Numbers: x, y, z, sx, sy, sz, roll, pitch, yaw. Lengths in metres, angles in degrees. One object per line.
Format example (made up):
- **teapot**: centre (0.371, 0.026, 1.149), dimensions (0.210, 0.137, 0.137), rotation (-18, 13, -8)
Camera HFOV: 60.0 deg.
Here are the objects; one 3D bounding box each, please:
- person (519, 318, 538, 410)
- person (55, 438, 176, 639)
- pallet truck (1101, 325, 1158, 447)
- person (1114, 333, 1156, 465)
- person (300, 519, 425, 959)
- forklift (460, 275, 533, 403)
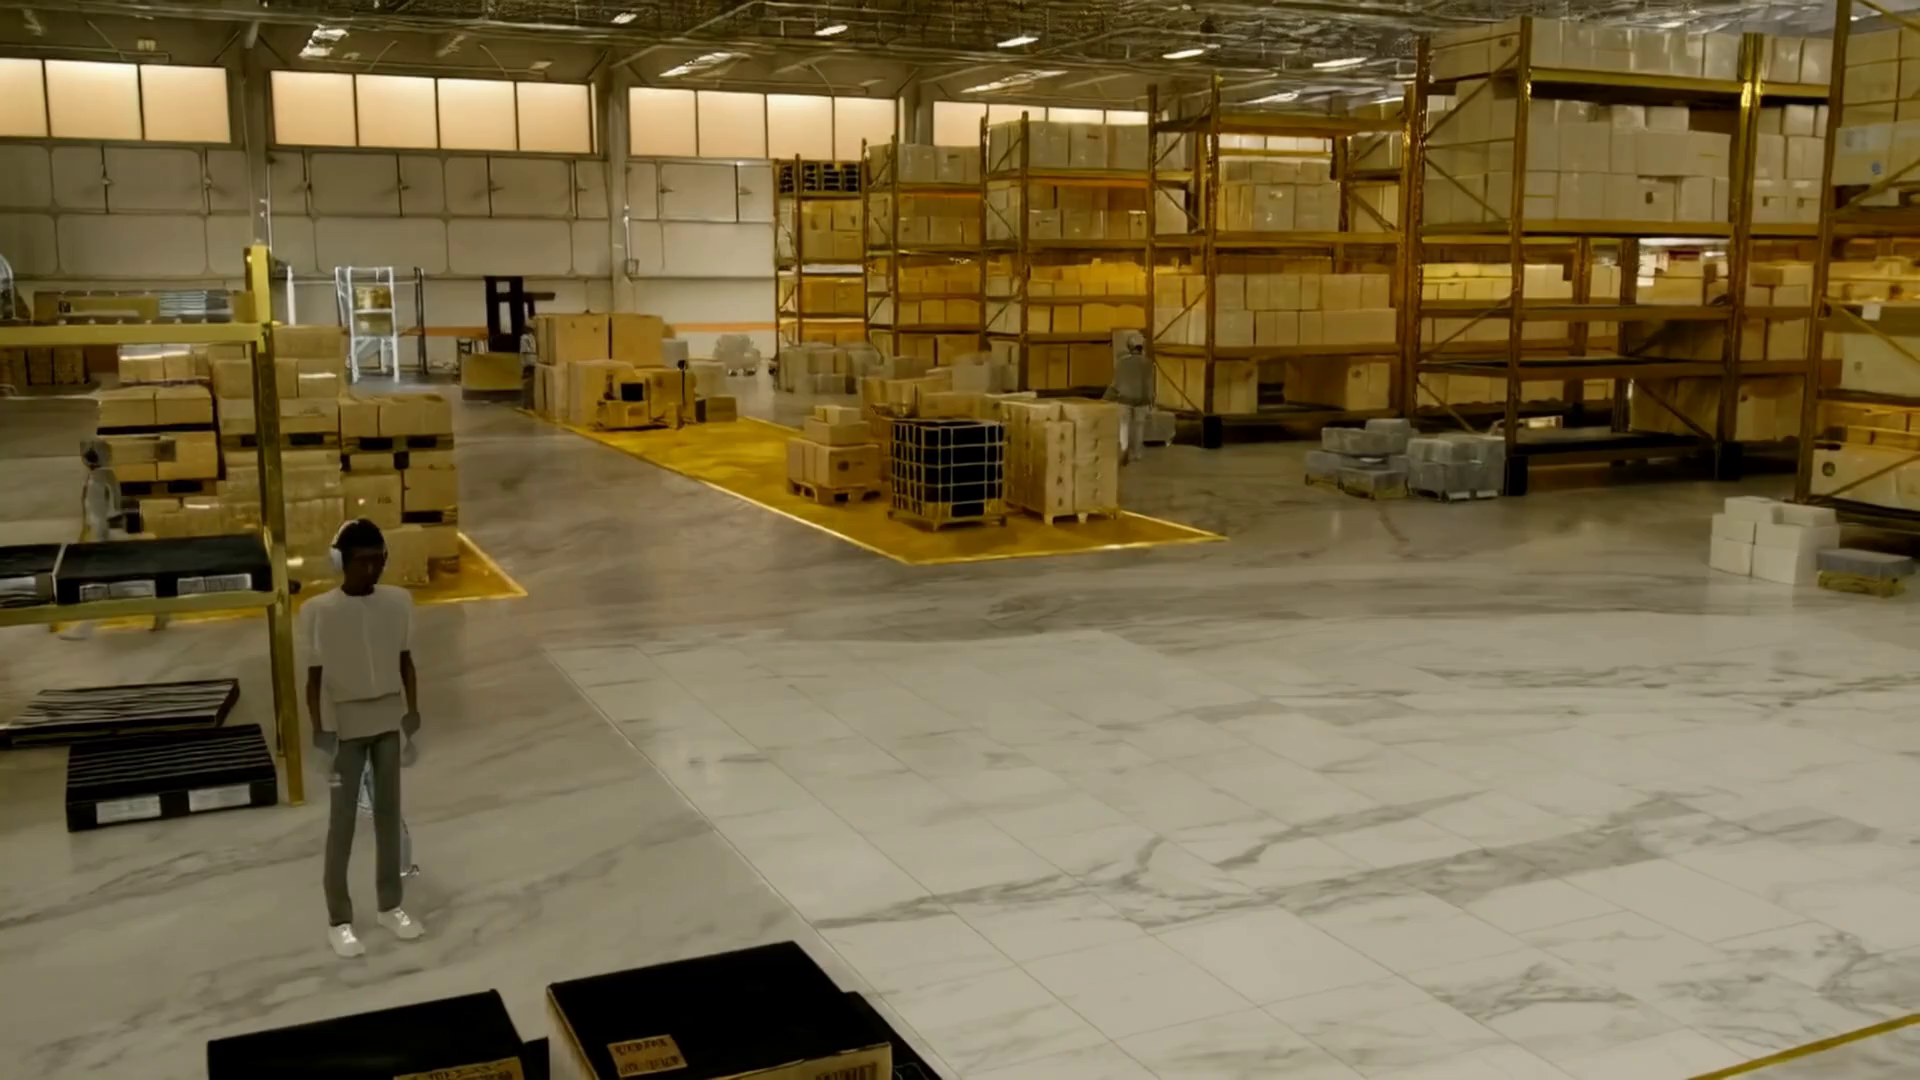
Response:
- **person**: centre (-8.980, -3.697, 34.956), dimensions (0.376, 1.933, 0.544), rotation (8, 12, 41)
- **person**: centre (-6.702, -0.016, 13.149), dimensions (0.859, 1.600, 0.506), rotation (-1, 9, -7)
- **pallet truck**: centre (2.881, -2.596, 27.923), dimensions (0.823, 1.965, 1.885), rotation (-1, 9, -7)
- **person**: centre (2.613, -2.088, 24.818), dimensions (0.632, 1.976, 0.466), rotation (2, 9, 11)
- **person**: centre (-2.532, 0.829, 7.102), dimensions (0.499, 1.865, 0.325), rotation (-9, 13, -44)
- **forklift**: centre (-10.136, -4.508, 37.056), dimensions (1.129, 2.768, 1.873), rotation (6, 11, 31)
